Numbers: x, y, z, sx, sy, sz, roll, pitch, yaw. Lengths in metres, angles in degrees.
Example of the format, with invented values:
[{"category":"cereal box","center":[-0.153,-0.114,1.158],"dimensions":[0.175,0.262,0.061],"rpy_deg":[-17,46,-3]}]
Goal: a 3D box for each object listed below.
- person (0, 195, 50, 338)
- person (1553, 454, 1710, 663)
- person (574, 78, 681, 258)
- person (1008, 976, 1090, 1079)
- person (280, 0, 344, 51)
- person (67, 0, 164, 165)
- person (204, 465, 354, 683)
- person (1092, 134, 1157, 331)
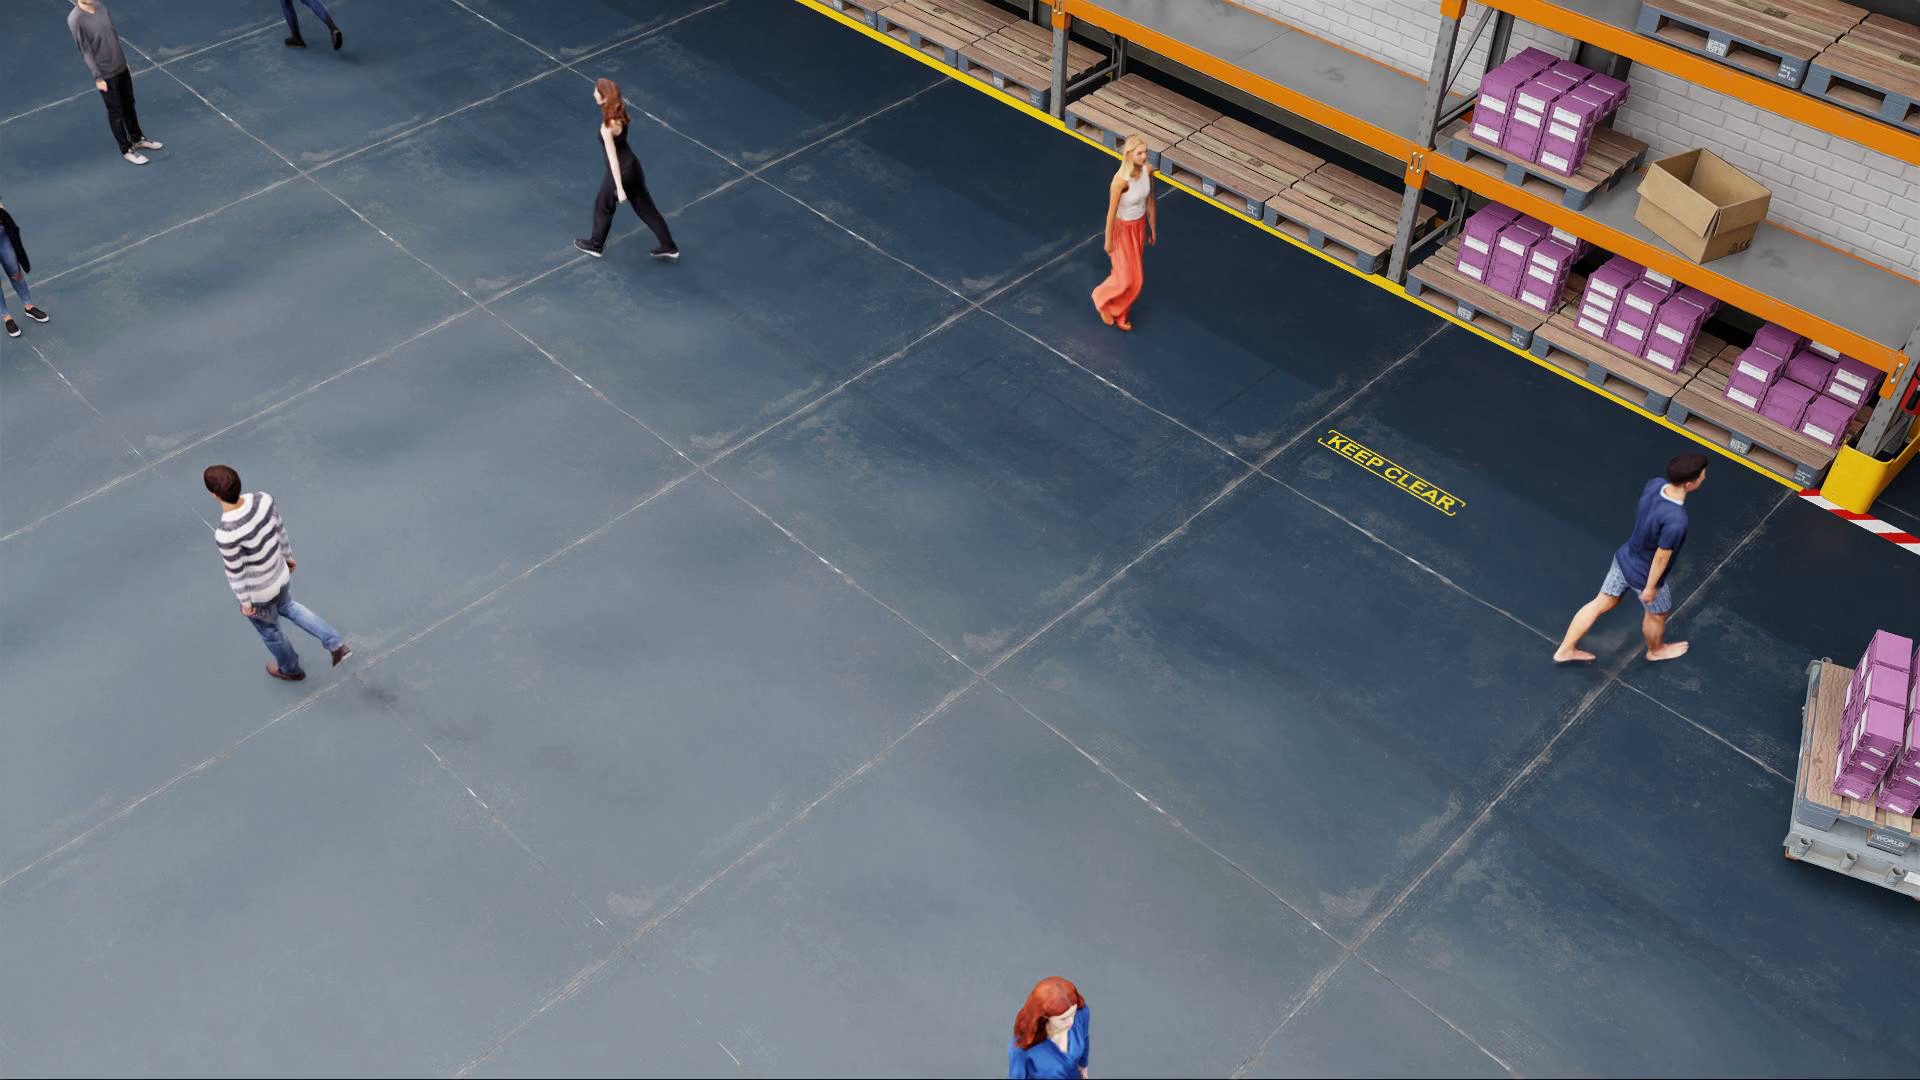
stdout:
[{"category":"person","center":[-7.870,-2.446,13.465],"dimensions":[0.585,1.683,0.650],"rpy_deg":[29,51,27]},{"category":"person","center":[4.278,0.181,10.624],"dimensions":[1.129,1.799,1.156],"rpy_deg":[-6,44,-6]},{"category":"person","center":[-2.769,-3.090,14.134],"dimensions":[1.218,1.692,1.036],"rpy_deg":[7,44,8]},{"category":"person","center":[0.395,2.615,8.054],"dimensions":[0.746,1.819,0.882],"rpy_deg":[-23,48,-22]},{"category":"person","center":[-6.762,-5.765,16.917],"dimensions":[1.120,1.727,0.819],"rpy_deg":[19,47,19]},{"category":"person","center":[-7.908,-4.381,15.439],"dimensions":[0.717,1.761,0.702],"rpy_deg":[9,44,9]},{"category":"person","center":[-4.312,0.280,10.493],"dimensions":[1.000,1.835,0.871],"rpy_deg":[13,45,13]},{"category":"person","center":[1.287,-2.509,13.452],"dimensions":[0.704,1.792,0.617],"rpy_deg":[34,53,30]}]
